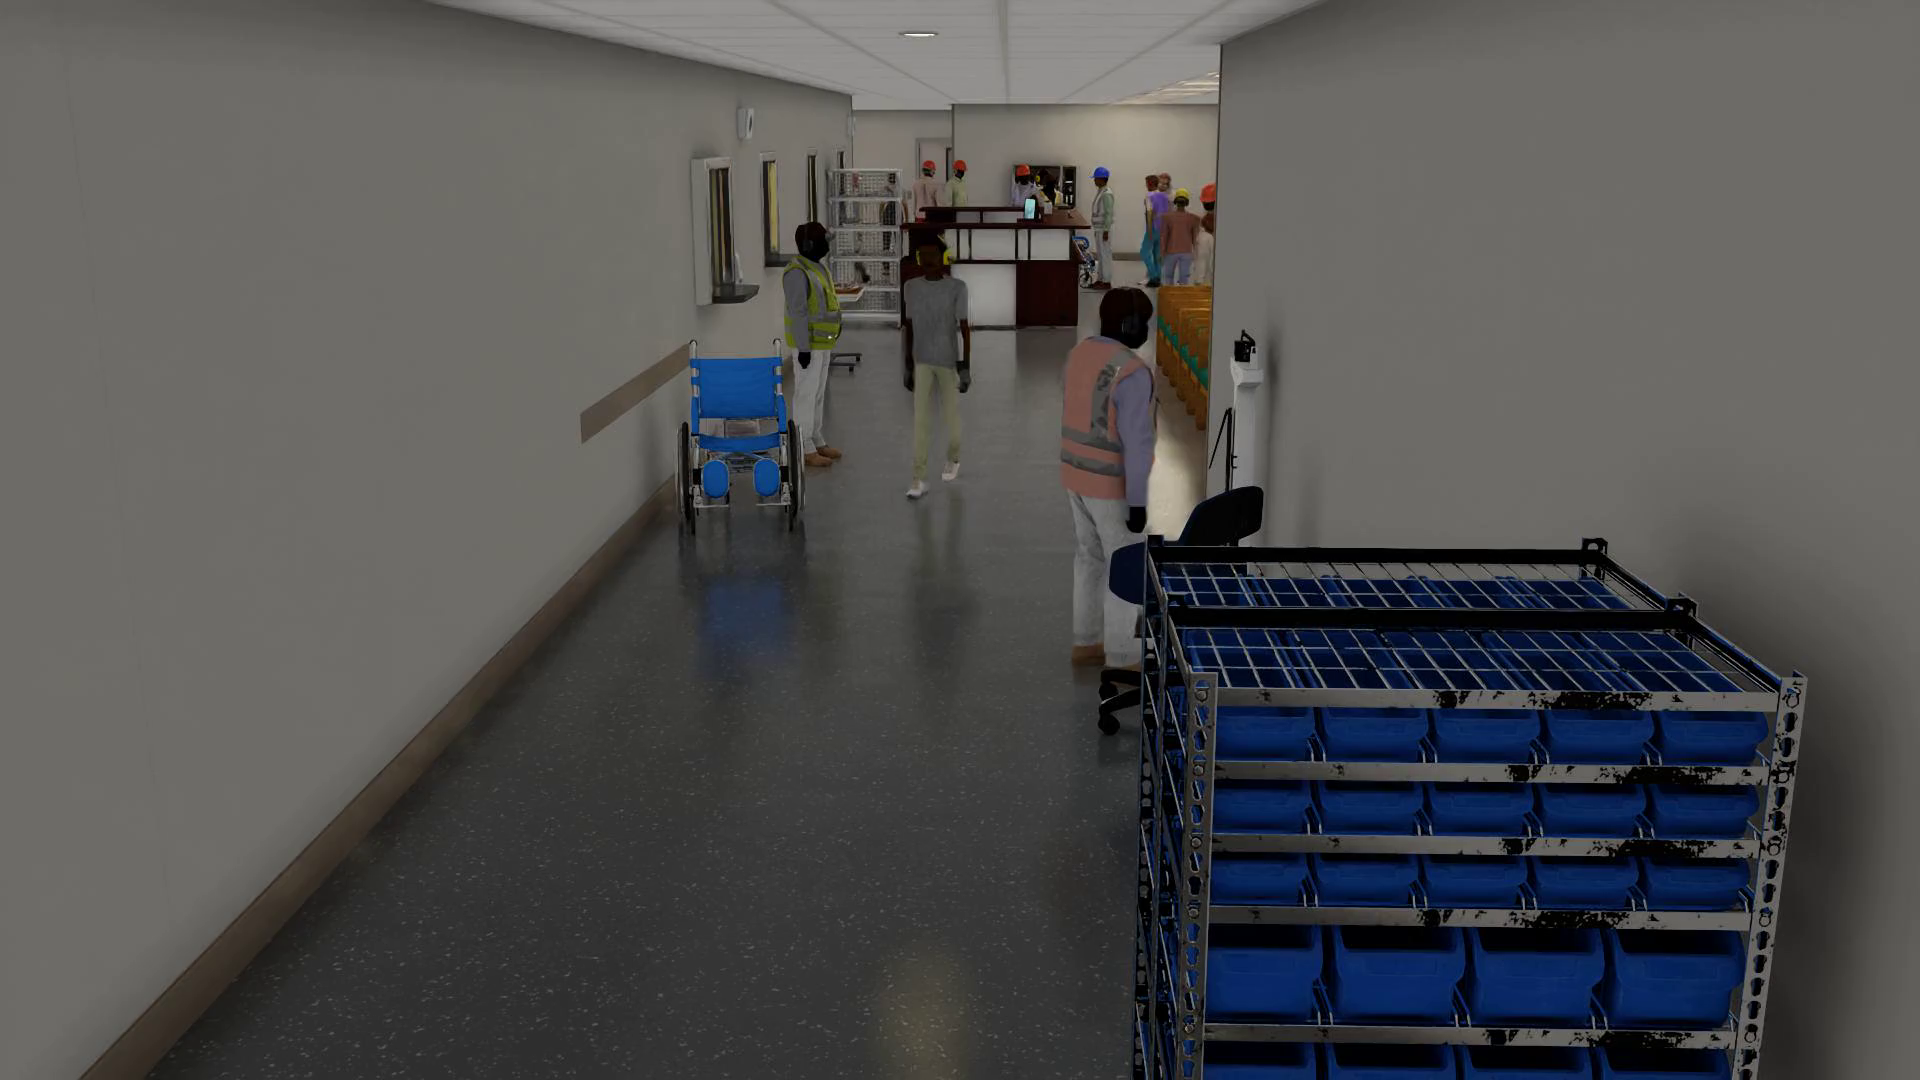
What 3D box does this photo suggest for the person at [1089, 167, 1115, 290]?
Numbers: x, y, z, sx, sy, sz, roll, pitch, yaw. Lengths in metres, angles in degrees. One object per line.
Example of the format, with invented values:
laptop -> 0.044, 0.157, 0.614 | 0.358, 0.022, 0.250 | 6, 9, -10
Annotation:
person -> 2.282, -4.992, 26.676 | 0.400, 1.949, 0.605 | -2, 14, -8

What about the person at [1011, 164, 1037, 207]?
person -> 1.134, -5.732, 29.729 | 0.549, 1.928, 0.389 | 9, 17, 34

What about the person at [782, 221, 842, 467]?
person -> -1.114, -1.494, 12.701 | 0.429, 1.846, 0.625 | 3, 14, 10

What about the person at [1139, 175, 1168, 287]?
person -> 3.174, -5.020, 27.080 | 0.459, 1.816, 0.585 | 12, 19, 41

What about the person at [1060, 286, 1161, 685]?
person -> 0.694, -0.244, 7.666 | 0.432, 1.828, 0.642 | -6, 15, -24

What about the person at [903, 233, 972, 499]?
person -> -0.163, -1.254, 11.785 | 0.540, 1.826, 0.962 | 3, 14, 14

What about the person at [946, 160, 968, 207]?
person -> -0.030, -6.127, 31.229 | 0.413, 1.981, 0.625 | 10, 17, 34

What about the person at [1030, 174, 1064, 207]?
person -> 1.423, -4.985, 26.895 | 0.628, 1.835, 0.429 | -7, 16, -27

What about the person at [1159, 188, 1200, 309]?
person -> 2.993, -3.912, 22.705 | 0.543, 1.748, 0.588 | 1, 14, 5

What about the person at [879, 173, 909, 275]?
person -> -1.161, -5.601, 29.379 | 0.522, 1.834, 0.363 | 0, 14, -2

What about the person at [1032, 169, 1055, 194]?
person -> 1.446, -5.534, 29.049 | 0.534, 1.864, 0.309 | -9, 16, -32

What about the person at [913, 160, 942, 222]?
person -> -0.580, -5.930, 30.421 | 0.608, 1.986, 0.403 | 7, 16, 28

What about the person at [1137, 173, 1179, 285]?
person -> 3.429, -5.176, 27.665 | 1.005, 1.847, 0.691 | -6, 15, -22
